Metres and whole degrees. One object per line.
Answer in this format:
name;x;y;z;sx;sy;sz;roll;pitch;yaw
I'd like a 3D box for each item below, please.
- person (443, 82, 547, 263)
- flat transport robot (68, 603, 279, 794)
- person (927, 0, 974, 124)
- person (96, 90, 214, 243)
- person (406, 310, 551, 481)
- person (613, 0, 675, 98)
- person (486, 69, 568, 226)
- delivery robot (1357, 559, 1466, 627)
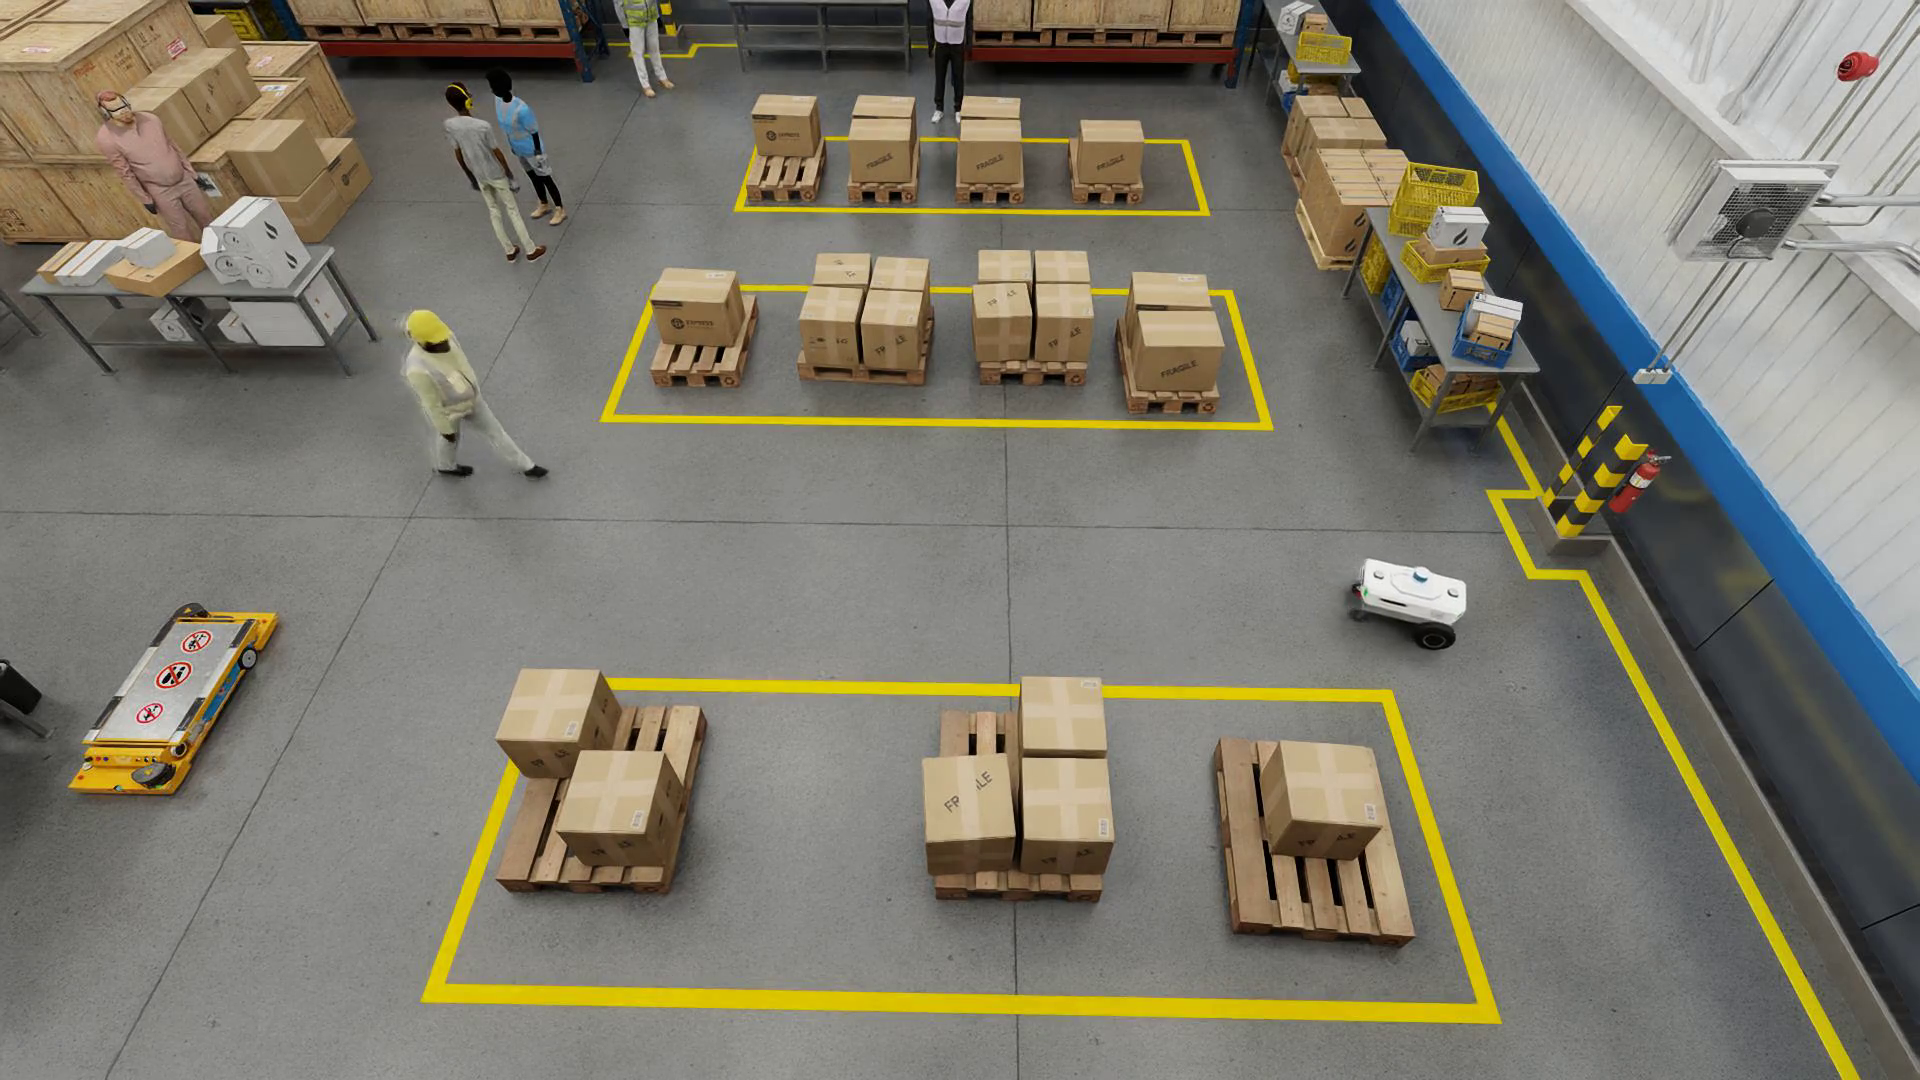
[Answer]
person;-4.856;-3.762;9.491;0.518;1.874;0.326;3;50;2
flat transport robot;-5.504;1.072;6.442;0.652;0.197;1.431;1;50;1
person;-0.121;-6.290;11.602;0.590;1.917;0.396;5;50;4
person;-8.044;-3.605;9.336;0.403;1.906;0.652;18;52;15
person;-4.058;-1.100;7.311;1.002;1.769;0.599;7;50;6
person;-4.239;-6.914;12.178;0.429;1.844;0.627;33;57;25
person;-4.756;-4.293;10.054;0.530;1.695;0.321;27;55;21
delivery robot;3.330;0.386;6.778;0.707;0.478;0.477;15;51;12
